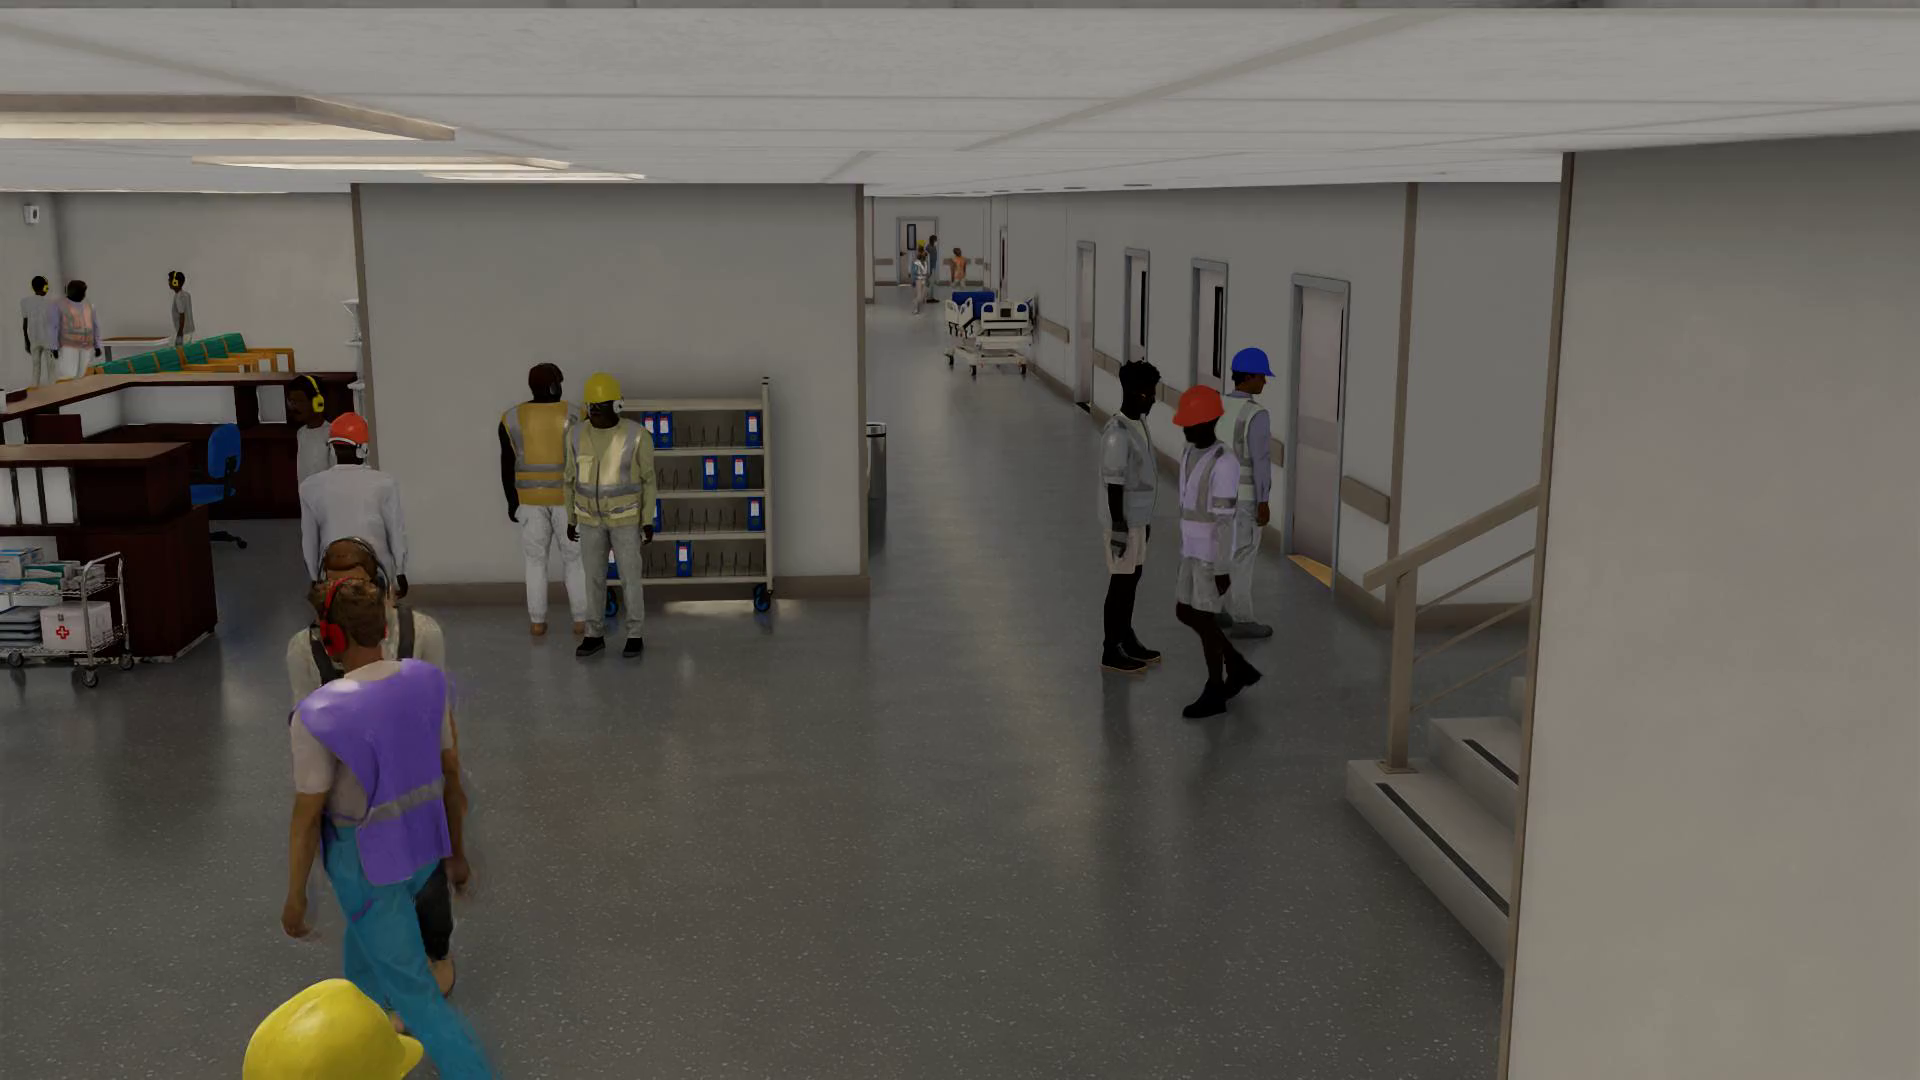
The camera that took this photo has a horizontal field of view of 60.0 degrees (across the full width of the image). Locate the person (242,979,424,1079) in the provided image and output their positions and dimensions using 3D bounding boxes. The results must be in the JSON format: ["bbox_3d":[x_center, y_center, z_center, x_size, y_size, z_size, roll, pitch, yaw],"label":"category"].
[{"bbox_3d":[-0.928,1.522,2.592,0.525,1.772,0.305,8,14,34],"label":"person"}]

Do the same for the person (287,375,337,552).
[{"bbox_3d":[-3.920,-0.089,10.242,0.505,1.864,0.333,10,15,40],"label":"person"}]

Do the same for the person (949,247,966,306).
[{"bbox_3d":[-0.077,-7.168,45.417,0.541,1.616,0.639,-6,13,-28],"label":"person"}]

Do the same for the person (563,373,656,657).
[{"bbox_3d":[-2.246,-0.154,10.626,0.601,1.830,0.404,2,12,8],"label":"person"}]

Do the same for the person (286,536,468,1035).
[{"bbox_3d":[-1.992,0.850,5.751,0.541,1.819,0.527,-3,12,-14],"label":"person"}]

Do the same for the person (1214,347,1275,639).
[{"bbox_3d":[1.878,-0.315,11.141,0.404,1.939,0.615,-6,13,-27],"label":"person"}]

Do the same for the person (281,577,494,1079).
[{"bbox_3d":[-1.752,0.994,5.119,0.973,1.796,0.557,5,12,21],"label":"person"}]

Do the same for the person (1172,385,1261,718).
[{"bbox_3d":[1.439,0.056,9.434,0.596,1.902,0.577,-3,12,-15],"label":"person"}]

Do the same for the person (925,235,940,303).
[{"bbox_3d":[-0.806,-7.700,47.282,0.386,1.929,0.634,3,12,13],"label":"person"}]

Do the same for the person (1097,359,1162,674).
[{"bbox_3d":[1.047,-0.141,10.284,0.388,1.951,0.610,4,12,19],"label":"person"}]

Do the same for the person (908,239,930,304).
[{"bbox_3d":[-1.145,-7.521,46.669,0.616,1.808,0.496,-1,12,-4],"label":"person"}]

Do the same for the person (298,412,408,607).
[{"bbox_3d":[-3.350,0.163,9.266,0.562,1.753,0.333,-1,12,-4],"label":"person"}]

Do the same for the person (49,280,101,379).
[{"bbox_3d":[-12.262,-2.692,23.092,0.455,1.815,0.666,6,13,25],"label":"person"}]

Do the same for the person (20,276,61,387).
[{"bbox_3d":[-12.924,-2.784,23.443,0.523,1.854,0.336,-1,12,-6],"label":"person"}]

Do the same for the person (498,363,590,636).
[{"bbox_3d":[-2.746,-0.268,11.171,0.623,1.841,0.430,-1,12,-4],"label":"person"}]

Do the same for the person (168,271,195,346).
[{"bbox_3d":[-11.550,-3.055,24.707,0.329,1.874,0.518,-2,12,-10],"label":"person"}]

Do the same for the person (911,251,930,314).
[{"bbox_3d":[-1.002,-6.566,42.487,0.371,1.621,0.521,7,13,30],"label":"person"}]
